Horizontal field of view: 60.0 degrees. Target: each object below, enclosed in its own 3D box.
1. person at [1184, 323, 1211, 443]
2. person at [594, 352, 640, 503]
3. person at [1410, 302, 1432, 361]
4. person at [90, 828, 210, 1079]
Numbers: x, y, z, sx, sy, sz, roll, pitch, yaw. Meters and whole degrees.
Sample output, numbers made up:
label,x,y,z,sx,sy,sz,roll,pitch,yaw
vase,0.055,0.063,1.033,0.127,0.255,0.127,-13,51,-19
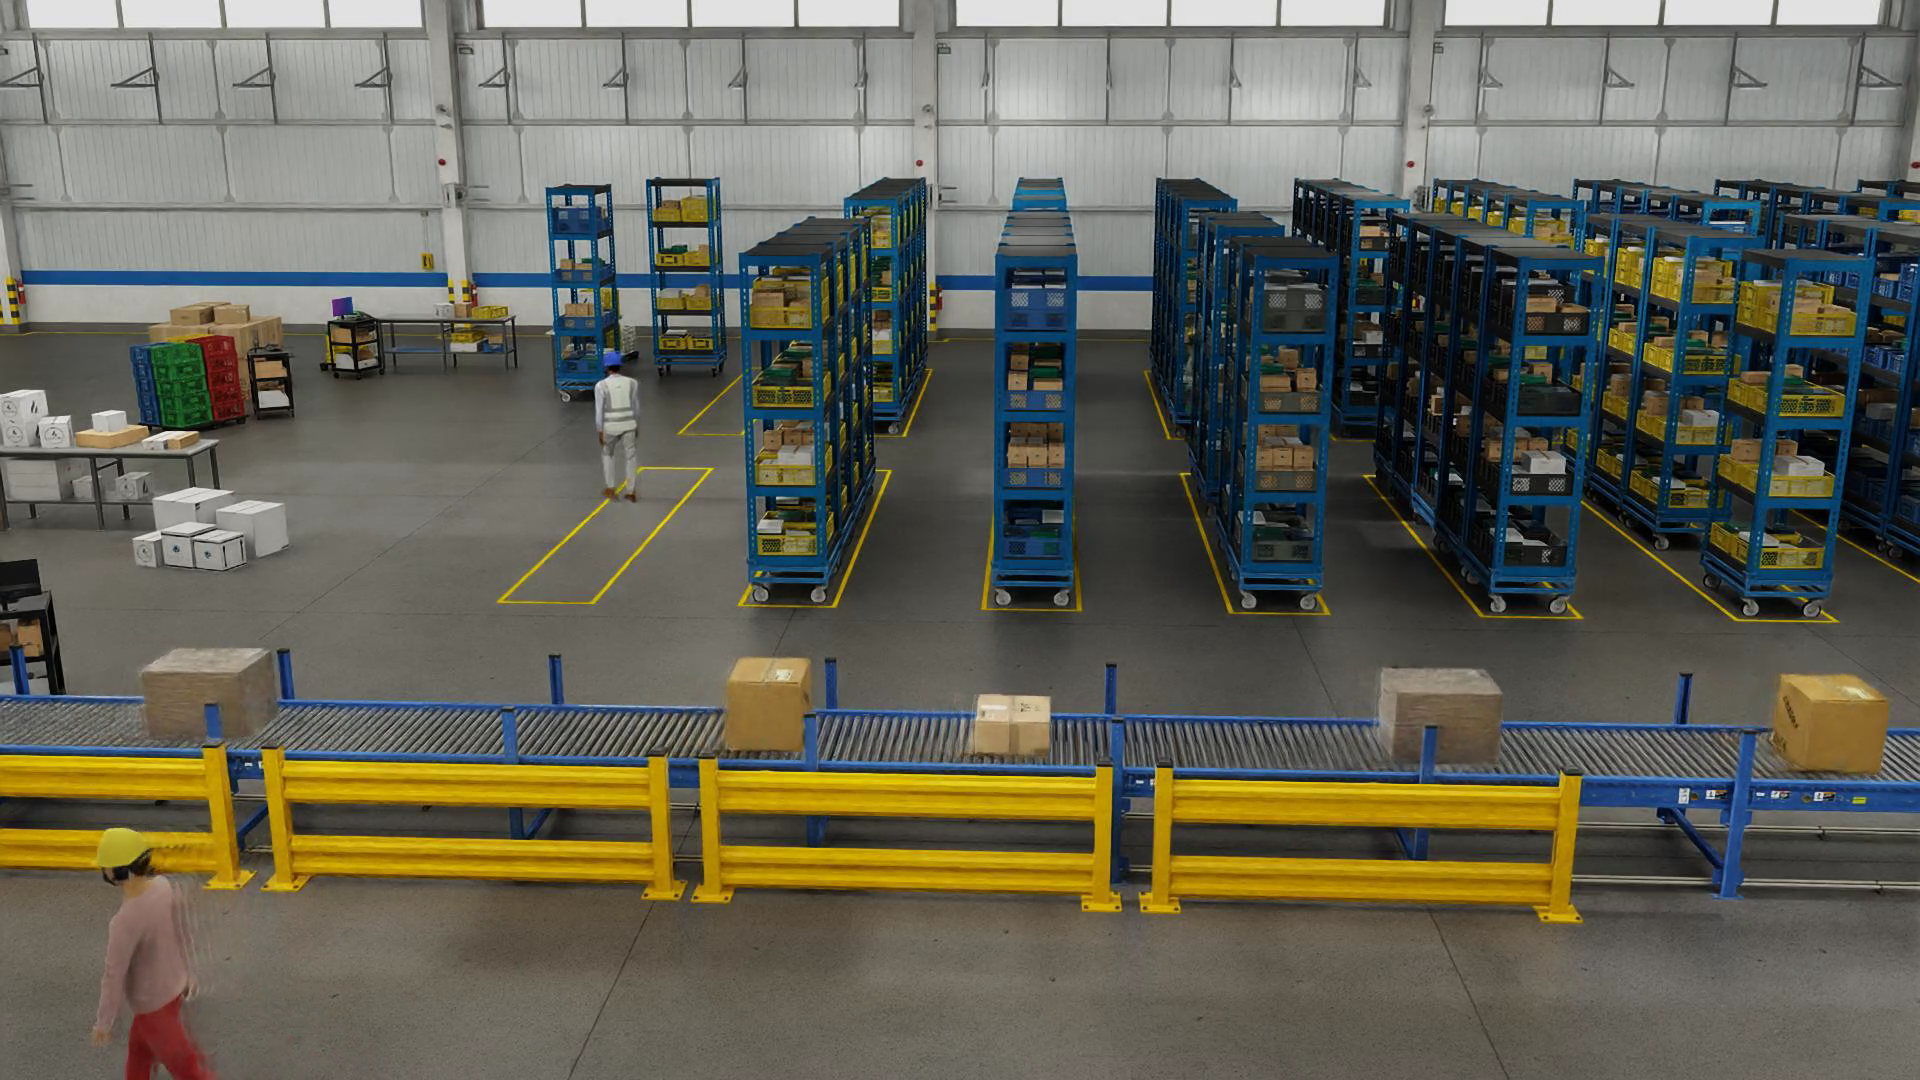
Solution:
label,x,y,z,sx,sy,sz,roll,pitch,yaw
person,3.534,-2.309,24.667,0.425,1.814,0.615,1,15,3
person,-4.382,-1.450,21.316,0.607,1.903,0.723,-8,17,-27
person,7.685,-3.026,27.322,0.570,1.824,0.766,-1,15,-6
person,-4.010,2.211,8.047,0.864,1.725,0.542,-1,15,-5
